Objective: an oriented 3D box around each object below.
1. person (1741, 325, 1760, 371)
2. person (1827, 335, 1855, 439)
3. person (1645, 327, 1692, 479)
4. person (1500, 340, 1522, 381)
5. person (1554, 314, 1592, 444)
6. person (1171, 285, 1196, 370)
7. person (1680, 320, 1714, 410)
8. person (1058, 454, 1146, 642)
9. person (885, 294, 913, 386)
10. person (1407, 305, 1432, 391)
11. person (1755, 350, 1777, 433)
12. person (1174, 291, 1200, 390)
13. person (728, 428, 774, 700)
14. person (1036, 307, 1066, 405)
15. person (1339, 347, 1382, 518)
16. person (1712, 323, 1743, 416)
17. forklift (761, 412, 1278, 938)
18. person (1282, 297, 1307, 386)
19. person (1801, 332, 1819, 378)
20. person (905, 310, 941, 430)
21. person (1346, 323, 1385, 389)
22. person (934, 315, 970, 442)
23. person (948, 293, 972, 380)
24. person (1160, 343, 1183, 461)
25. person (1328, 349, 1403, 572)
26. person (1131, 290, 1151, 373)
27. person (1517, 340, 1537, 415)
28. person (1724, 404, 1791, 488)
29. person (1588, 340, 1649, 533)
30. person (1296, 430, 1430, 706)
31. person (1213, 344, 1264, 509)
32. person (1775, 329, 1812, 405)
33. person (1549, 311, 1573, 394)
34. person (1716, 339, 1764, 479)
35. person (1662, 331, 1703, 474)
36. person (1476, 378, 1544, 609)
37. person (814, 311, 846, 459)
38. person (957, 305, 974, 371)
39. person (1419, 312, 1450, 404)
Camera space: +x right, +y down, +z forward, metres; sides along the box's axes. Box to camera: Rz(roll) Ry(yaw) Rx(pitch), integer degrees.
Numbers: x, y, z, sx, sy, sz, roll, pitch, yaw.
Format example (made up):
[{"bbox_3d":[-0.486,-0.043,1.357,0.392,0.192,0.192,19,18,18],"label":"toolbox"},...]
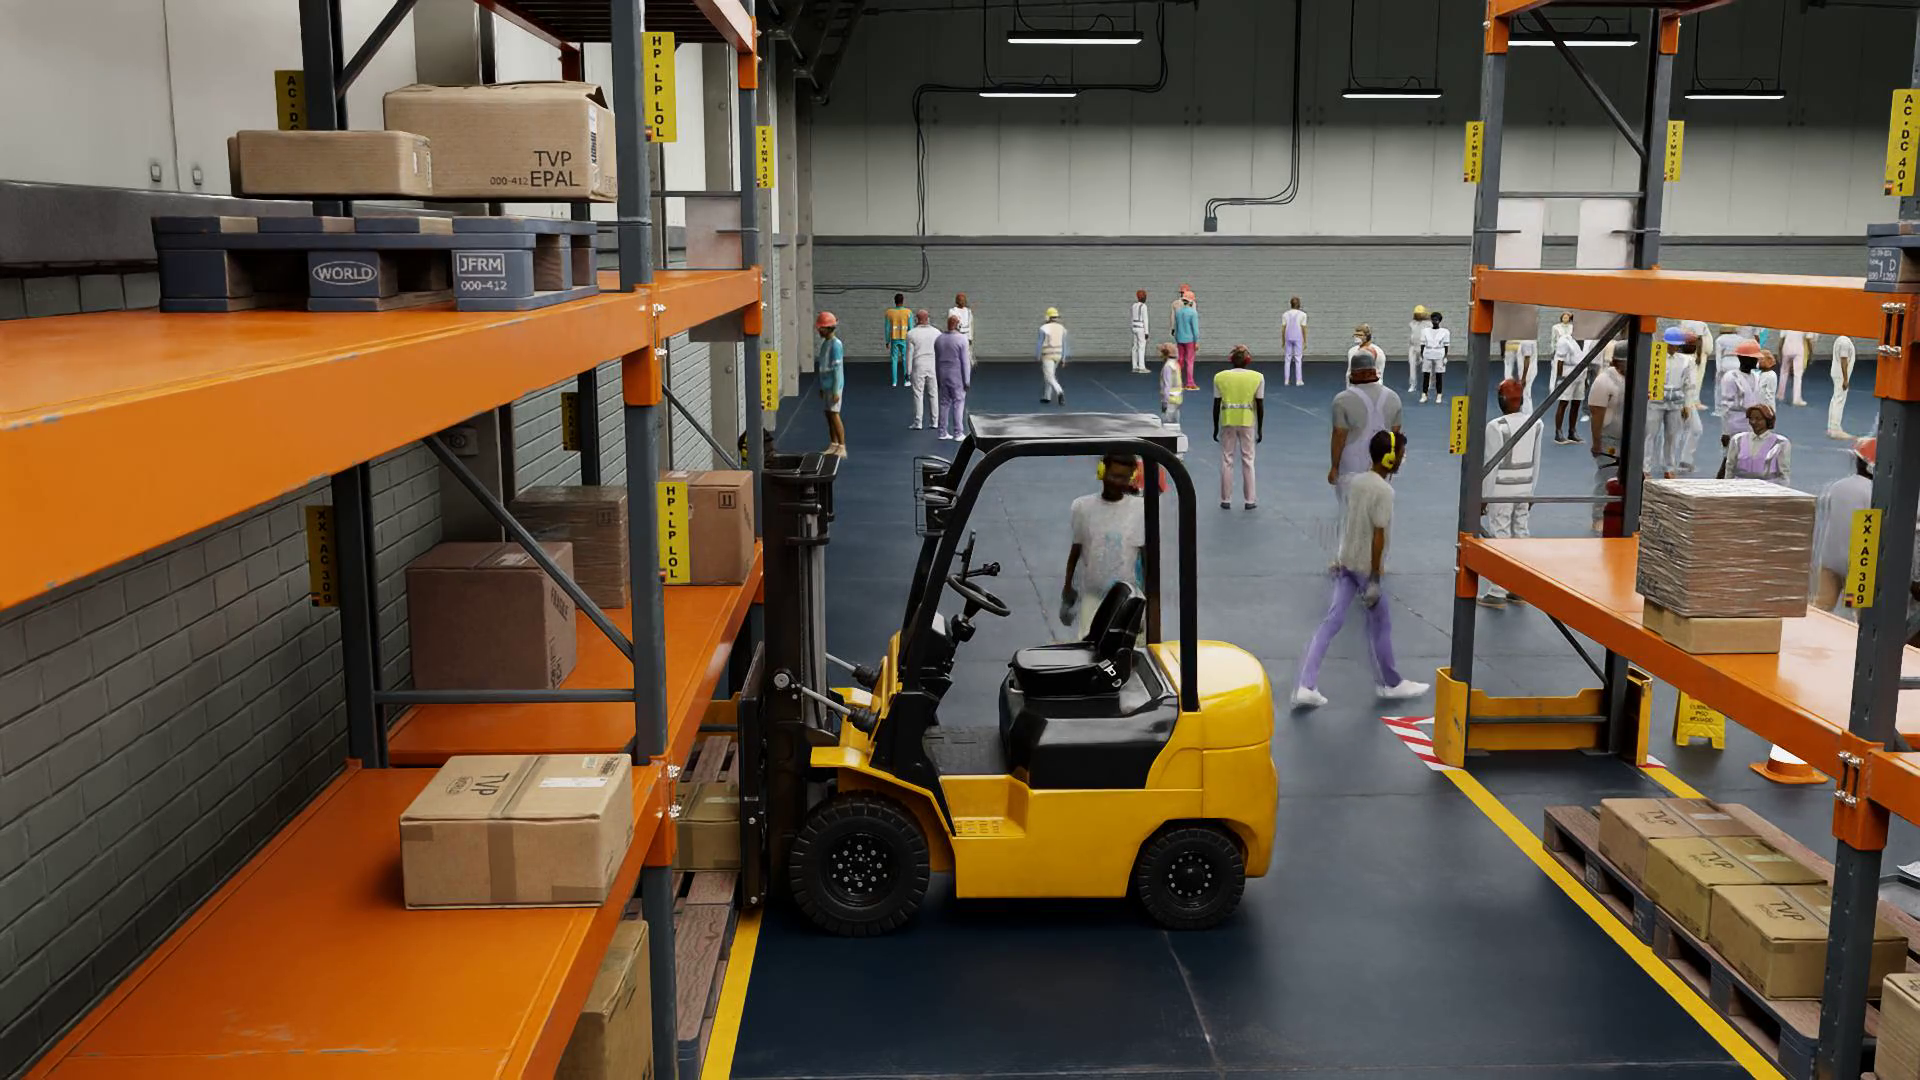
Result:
[{"bbox_3d":[14.774,-3.502,31.093,0.325,1.858,0.515,-2,10,-10],"label":"person"},{"bbox_3d":[13.430,-2.456,25.286,0.345,1.847,0.508,4,11,19],"label":"person"},{"bbox_3d":[8.768,-1.675,20.673,0.602,1.939,0.397,0,10,3],"label":"person"},{"bbox_3d":[10.921,-3.761,32.621,0.634,1.824,0.625,3,11,15],"label":"person"},{"bbox_3d":[9.097,-2.402,24.650,0.609,1.965,0.368,-4,11,-22],"label":"person"},{"bbox_3d":[5.197,-4.922,38.605,0.610,1.996,0.379,4,11,19],"label":"person"},{"bbox_3d":[13.166,-3.348,29.709,0.539,2.000,0.686,1,10,4],"label":"person"},{"bbox_3d":[0.856,0.330,9.868,0.575,1.830,0.829,1,10,7],"label":"person"},{"bbox_3d":[-1.257,-4.146,34.512,0.588,1.914,0.391,1,10,6],"label":"person"},{"bbox_3d":[9.257,-3.861,33.457,0.490,1.726,0.636,8,13,38],"label":"person"},{"bbox_3d":[10.207,-1.605,21.167,0.289,1.626,0.498,0,10,1],"label":"person"},{"bbox_3d":[4.587,-4.017,33.560,0.376,1.997,0.612,-8,13,-39],"label":"person"},{"bbox_3d":[-1.252,0.233,10.240,0.317,1.870,0.523,4,11,23],"label":"person"},{"bbox_3d":[1.709,-3.367,30.489,0.583,1.800,0.789,-8,13,-37],"label":"person"},{"bbox_3d":[4.294,-1.116,17.715,0.344,1.882,0.584,-1,10,-4],"label":"person"},{"bbox_3d":[13.082,-2.927,28.274,0.485,1.715,0.740,0,10,1],"label":"person"},{"bbox_3d":[0.291,0.548,7.580,2.313,2.155,1.214,0,10,-2],"label":"forklift"},{"bbox_3d":[6.957,-4.133,34.637,0.511,1.841,0.327,5,11,24],"label":"person"},{"bbox_3d":[18.677,-4.473,36.771,0.555,1.740,0.671,6,12,29],"label":"person"},{"bbox_3d":[-0.598,-2.712,26.543,0.642,1.909,0.399,-5,11,-25],"label":"person"},{"bbox_3d":[5.285,-1.863,21.766,0.380,1.930,0.625,-6,12,-30],"label":"person"},{"bbox_3d":[-0.092,-2.430,25.005,0.647,1.899,0.399,9,13,40],"label":"person"},{"bbox_3d":[0.006,-4.336,35.650,0.583,1.882,0.338,-7,12,-34],"label":"person"},{"bbox_3d":[2.863,-1.860,22.577,0.331,1.626,0.529,4,11,22],"label":"person"},{"bbox_3d":[3.601,-0.711,15.021,0.682,2.000,0.536,-3,11,-17],"label":"person"},{"bbox_3d":[4.133,-4.765,38.045,0.355,1.883,0.575,-5,11,-27],"label":"person"},{"bbox_3d":[8.776,-2.541,25.804,0.341,1.838,0.501,3,11,17],"label":"person"},{"bbox_3d":[6.716,-0.337,14.058,0.306,1.639,0.524,-10,14,-43],"label":"person"},{"bbox_3d":[6.774,-1.078,17.065,0.727,2.000,0.560,-5,11,-27],"label":"person"},{"bbox_3d":[2.578,0.185,10.715,0.997,1.805,0.640,-4,11,-19],"label":"person"},{"bbox_3d":[3.102,-1.256,18.598,0.564,1.846,0.394,2,10,13],"label":"person"},{"bbox_3d":[15.401,-3.390,30.690,0.601,1.783,0.885,5,11,27],"label":"person"},{"bbox_3d":[11.761,-3.638,32.451,0.513,1.637,0.313,-1,10,-5],"label":"person"},{"bbox_3d":[8.523,-1.218,18.134,0.551,1.934,0.373,-6,12,-30],"label":"person"},{"bbox_3d":[9.307,-1.746,21.280,0.604,1.861,0.621,9,13,40],"label":"person"},{"bbox_3d":[4.480,-0.379,13.600,0.573,1.887,0.355,-5,11,-26],"label":"person"},{"bbox_3d":[-1.798,-2.116,22.857,0.398,2.040,0.609,-4,11,-19],"label":"person"},{"bbox_3d":[0.076,-4.598,37.843,0.512,1.619,0.416,-8,13,-38],"label":"person"},{"bbox_3d":[8.770,-3.368,30.780,0.535,1.698,0.318,5,11,26],"label":"person"}]
